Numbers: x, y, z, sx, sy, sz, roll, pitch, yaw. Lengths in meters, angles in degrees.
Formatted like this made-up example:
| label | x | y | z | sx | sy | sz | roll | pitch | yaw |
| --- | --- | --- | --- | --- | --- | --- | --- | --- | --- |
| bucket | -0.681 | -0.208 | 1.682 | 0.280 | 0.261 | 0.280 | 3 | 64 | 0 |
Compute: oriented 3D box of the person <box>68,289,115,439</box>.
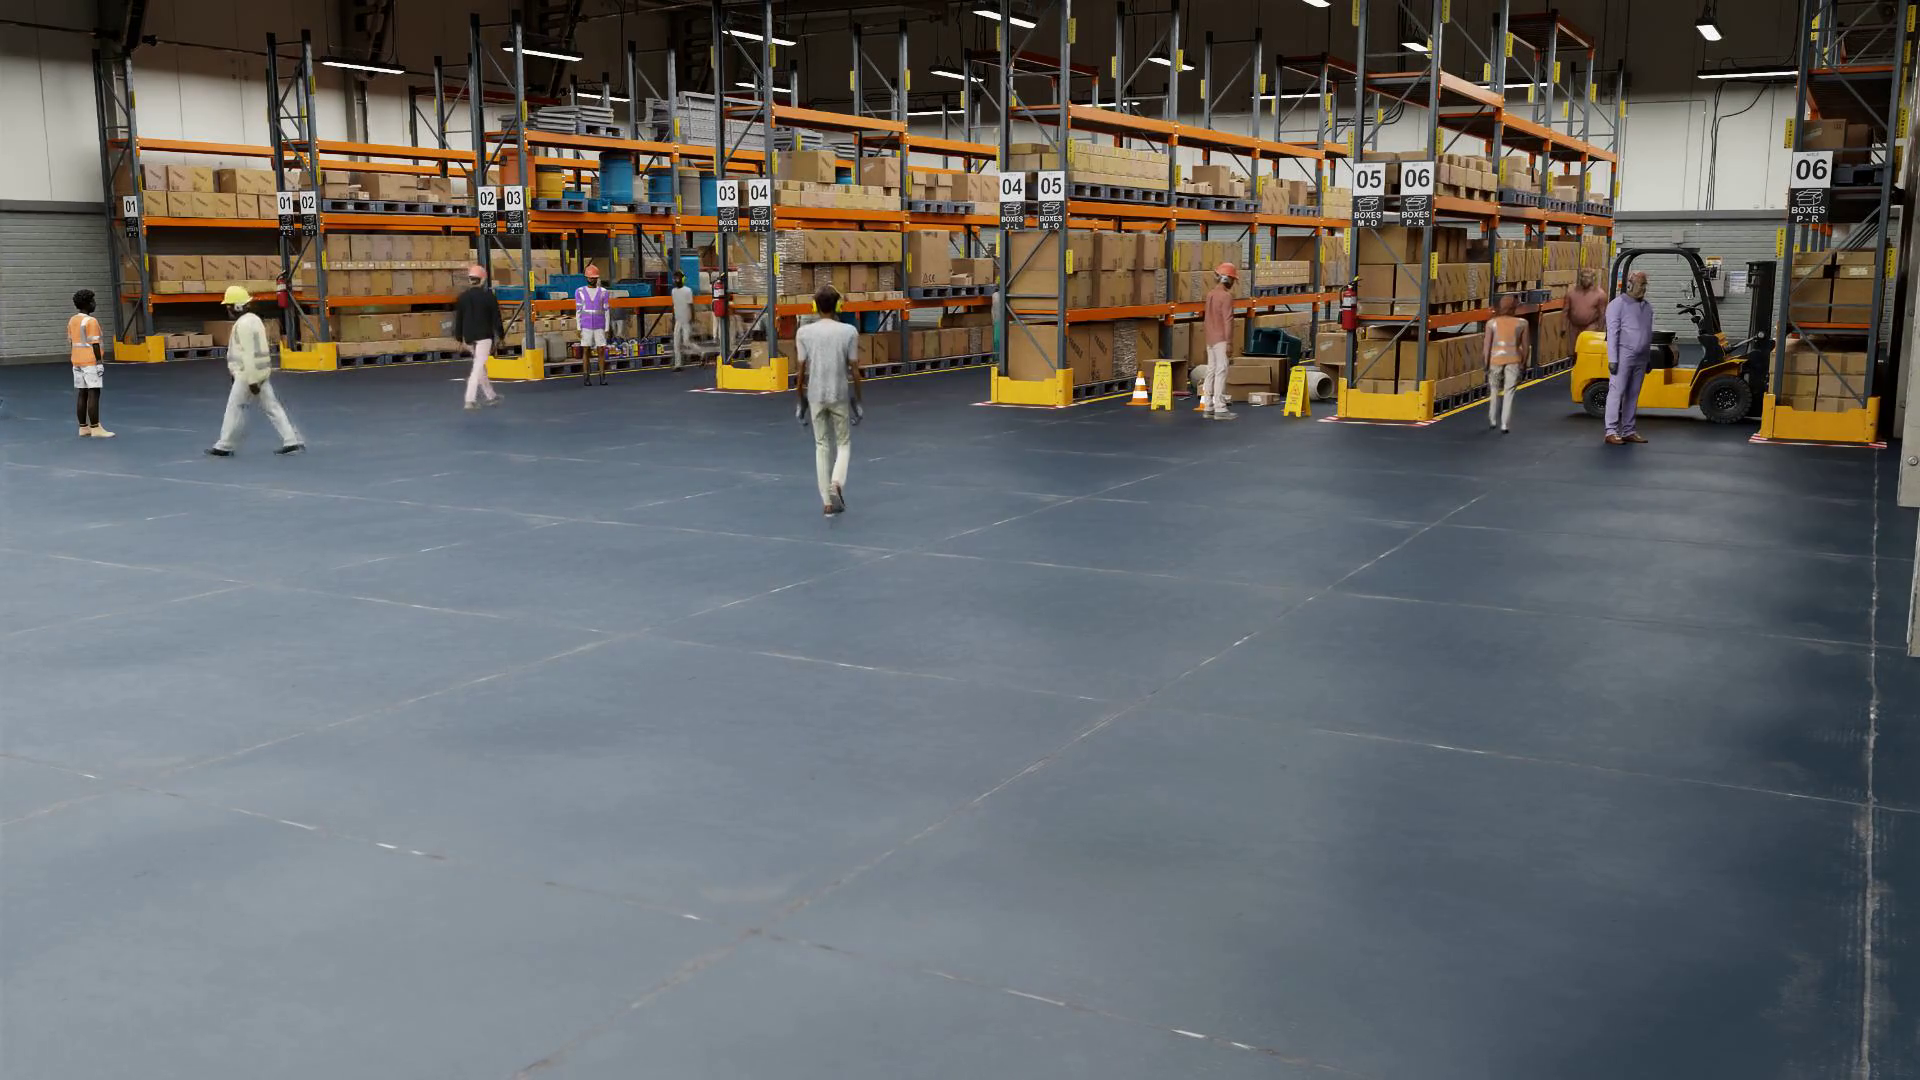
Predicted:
| label | x | y | z | sx | sy | sz | roll | pitch | yaw |
| --- | --- | --- | --- | --- | --- | --- | --- | --- | --- |
| person | -9.935 | -2.003 | 18.972 | 0.541 | 1.695 | 0.316 | 7 | 12 | 35 |

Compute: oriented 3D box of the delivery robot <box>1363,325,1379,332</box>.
| label | x | y | z | sx | sy | sz | roll | pitch | yaw |
| --- | --- | --- | --- | --- | --- | --- | --- | --- | --- |
| delivery robot | 9.372 | -4.630 | 37.415 | 0.707 | 0.478 | 0.477 | -2 | 10 | -11 |

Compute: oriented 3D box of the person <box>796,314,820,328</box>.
| label | x | y | z | sx | sy | sz | roll | pitch | yaw |
| --- | --- | --- | --- | --- | --- | --- | --- | --- | --- |
| person | -2.615 | -3.918 | 29.524 | 0.622 | 1.932 | 0.370 | 1 | 10 | 4 |

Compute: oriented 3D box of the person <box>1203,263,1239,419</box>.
| label | x | y | z | sx | sy | sz | roll | pitch | yaw |
| --- | --- | --- | --- | --- | --- | --- | --- | --- | --- |
| person | 3.335 | -2.532 | 21.218 | 0.403 | 1.988 | 0.618 | -3 | 10 | -17 |

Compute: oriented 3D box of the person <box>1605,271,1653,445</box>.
| label | x | y | z | sx | sy | sz | roll | pitch | yaw |
| --- | --- | --- | --- | --- | --- | --- | --- | --- | --- |
| person | 7.427 | -2.012 | 18.408 | 0.640 | 1.910 | 0.409 | -5 | 11 | -28 |

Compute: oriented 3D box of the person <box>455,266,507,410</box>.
| label | x | y | z | sx | sy | sz | roll | pitch | yaw |
| --- | --- | --- | --- | --- | --- | --- | --- | --- | --- |
| person | -6.527 | -2.749 | 22.647 | 0.607 | 1.943 | 1.045 | 3 | 10 | 19 |

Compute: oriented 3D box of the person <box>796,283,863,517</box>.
| label | x | y | z | sx | sy | sz | roll | pitch | yaw |
| --- | --- | --- | --- | --- | --- | --- | --- | --- | --- |
| person | -1.042 | -1.103 | 13.234 | 0.552 | 1.856 | 0.403 | 0 | 10 | -1 |

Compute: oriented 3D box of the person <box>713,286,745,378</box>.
| label | x | y | z | sx | sy | sz | roll | pitch | yaw |
| --- | --- | --- | --- | --- | --- | --- | --- | --- | --- |
| person | -3.828 | -3.370 | 27.264 | 0.499 | 1.596 | 0.827 | 5 | 11 | 25 |

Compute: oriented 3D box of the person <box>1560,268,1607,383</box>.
| label | x | y | z | sx | sy | sz | roll | pitch | yaw |
| --- | --- | --- | --- | --- | --- | --- | --- | --- | --- |
| person | 9.870 | -3.361 | 26.343 | 0.667 | 1.892 | 0.486 | 5 | 11 | 29 |

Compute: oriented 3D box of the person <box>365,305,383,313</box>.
| label | x | y | z | sx | sy | sz | roll | pitch | yaw |
| --- | --- | --- | --- | --- | --- | --- | --- | --- | --- |
| person | -11.757 | -4.406 | 33.344 | 0.511 | 1.593 | 0.839 | 5 | 11 | 26 |

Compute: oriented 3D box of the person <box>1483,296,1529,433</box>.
| label | x | y | z | sx | sy | sz | roll | pitch | yaw |
| --- | --- | --- | --- | --- | --- | --- | --- | --- | --- |
| person | 6.471 | -2.083 | 19.733 | 0.509 | 1.594 | 0.868 | 4 | 10 | 22 |

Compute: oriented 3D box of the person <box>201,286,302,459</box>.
| label | x | y | z | sx | sy | sz | roll | pitch | yaw |
| --- | --- | --- | --- | --- | --- | --- | --- | --- | --- |
| person | -7.295 | -1.715 | 17.086 | 0.963 | 1.778 | 0.577 | -1 | 10 | -5 |

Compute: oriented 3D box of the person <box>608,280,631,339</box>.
| label | x | y | z | sx | sy | sz | roll | pitch | yaw |
| --- | --- | --- | --- | --- | --- | --- | --- | --- | --- |
| person | -6.698 | -4.224 | 32.275 | 0.503 | 1.600 | 0.780 | 4 | 11 | 23 |

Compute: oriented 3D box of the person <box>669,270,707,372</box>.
| label | x | y | z | sx | sy | sz | roll | pitch | yaw |
| --- | --- | --- | --- | --- | --- | --- | --- | --- | --- |
| person | -4.918 | -3.926 | 29.835 | 0.567 | 1.841 | 0.697 | 7 | 12 | 36 |

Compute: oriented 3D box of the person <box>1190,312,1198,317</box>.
| label | x | y | z | sx | sy | sz | roll | pitch | yaw |
| --- | --- | --- | --- | --- | --- | --- | --- | --- | --- |
| person | 4.850 | -4.397 | 33.190 | 0.513 | 1.630 | 0.318 | 2 | 10 | 13 |

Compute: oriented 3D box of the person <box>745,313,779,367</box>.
| label | x | y | z | sx | sy | sz | roll | pitch | yaw |
| --- | --- | --- | --- | --- | --- | --- | --- | --- | --- |
| person | -3.694 | -4.298 | 31.551 | 0.621 | 1.999 | 1.025 | 6 | 11 | 32 |

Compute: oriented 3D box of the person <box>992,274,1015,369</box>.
| label | x | y | z | sx | sy | sz | roll | pitch | yaw |
| --- | --- | --- | --- | --- | --- | --- | --- | --- | --- |
| person | 0.776 | -3.956 | 30.283 | 0.519 | 1.737 | 0.606 | 4 | 11 | 24 |

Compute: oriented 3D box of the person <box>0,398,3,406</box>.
| label | x | y | z | sx | sy | sz | roll | pitch | yaw |
| --- | --- | --- | --- | --- | --- | --- | --- | --- | --- |
| person | -12.622 | -2.443 | 20.962 | 0.828 | 1.898 | 0.594 | -4 | 10 | -21 |

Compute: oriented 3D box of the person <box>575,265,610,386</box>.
| label | x | y | z | sx | sy | sz | roll | pitch | yaw |
| --- | --- | --- | --- | --- | --- | --- | --- | --- | --- |
| person | -5.880 | -3.428 | 26.659 | 0.540 | 1.930 | 0.384 | -3 | 10 | -15 |

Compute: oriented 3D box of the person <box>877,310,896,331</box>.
| label | x | y | z | sx | sy | sz | roll | pitch | yaw |
| --- | --- | --- | --- | --- | --- | --- | --- | --- | --- |
| person | -1.594 | -4.994 | 35.973 | 0.518 | 1.874 | 0.330 | 7 | 12 | 35 |
